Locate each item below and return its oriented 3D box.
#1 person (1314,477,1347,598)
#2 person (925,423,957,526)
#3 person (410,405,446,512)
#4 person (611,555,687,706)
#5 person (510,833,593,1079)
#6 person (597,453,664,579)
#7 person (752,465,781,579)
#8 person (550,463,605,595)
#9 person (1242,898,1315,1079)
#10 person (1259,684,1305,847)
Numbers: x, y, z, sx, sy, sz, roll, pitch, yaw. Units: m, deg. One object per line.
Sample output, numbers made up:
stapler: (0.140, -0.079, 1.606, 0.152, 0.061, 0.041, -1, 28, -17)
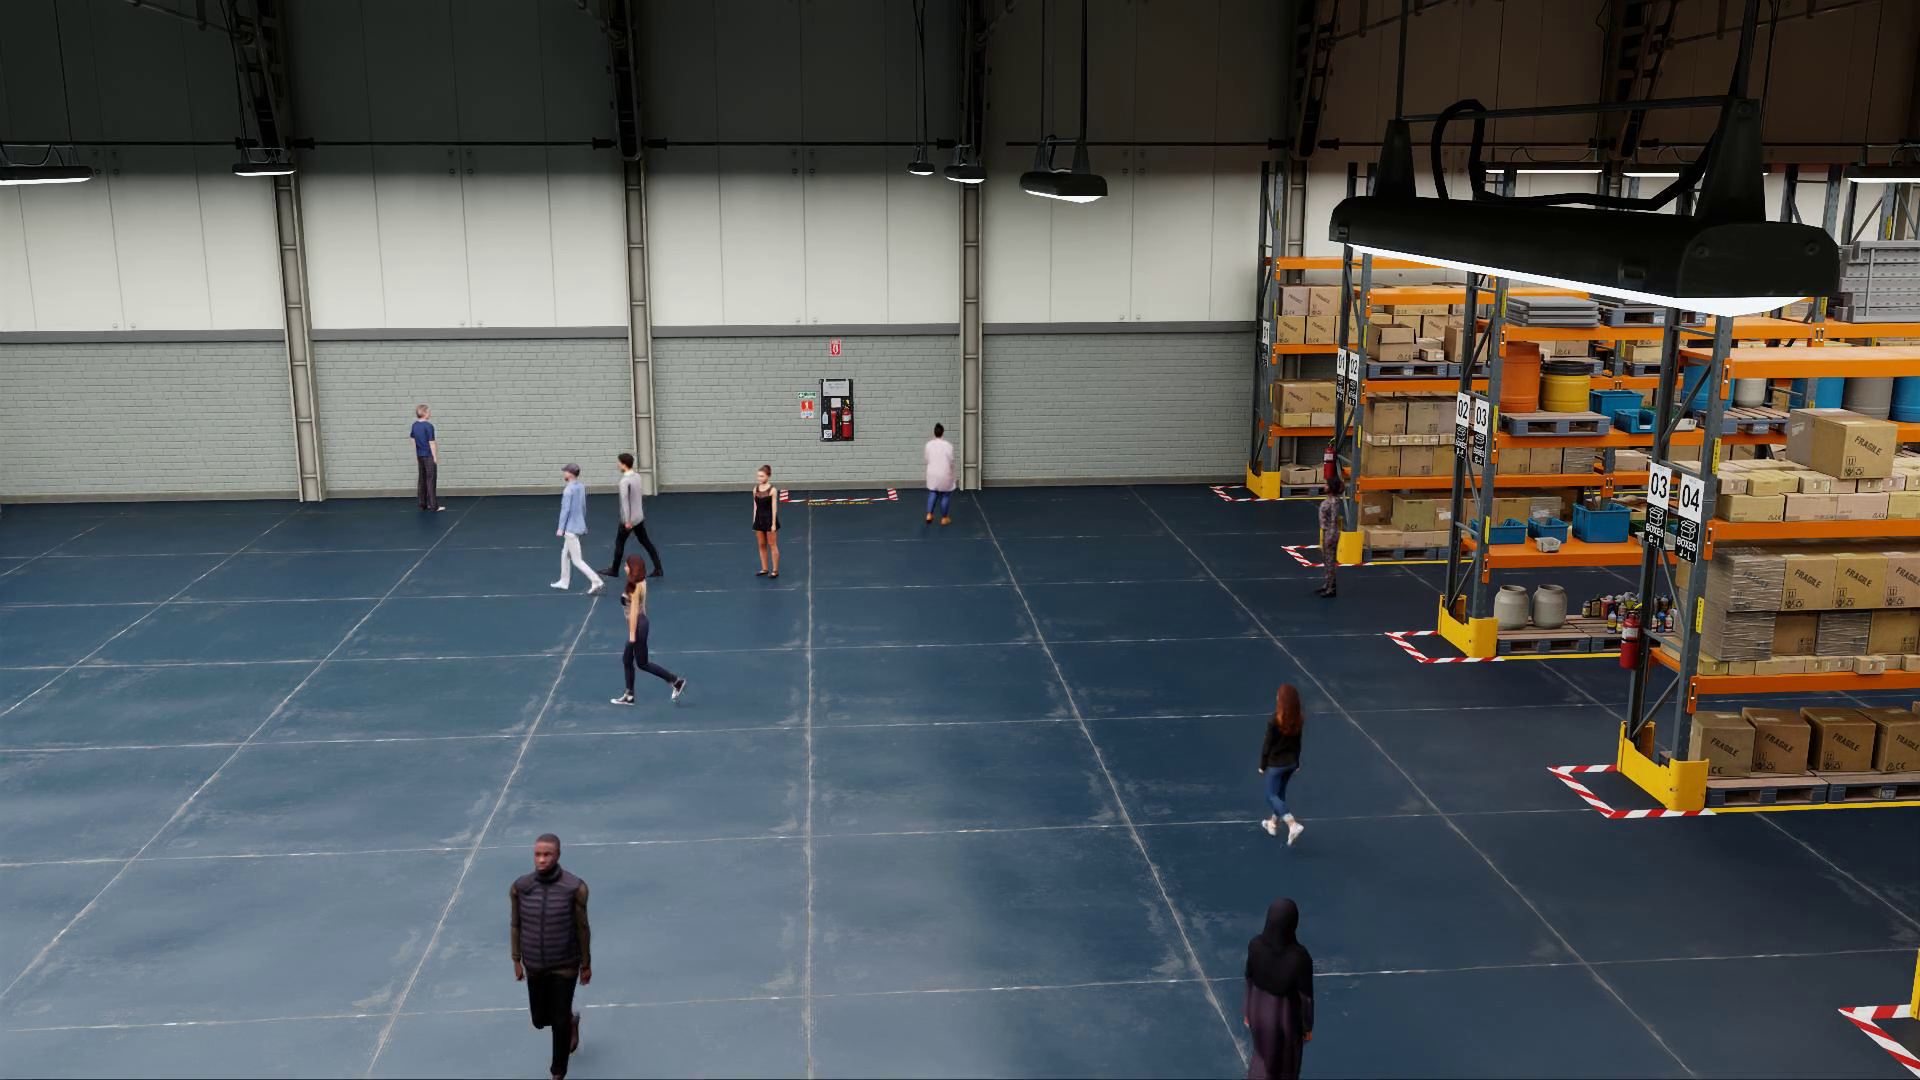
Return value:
person: (5.235, -0.052, 23.483, 0.589, 1.713, 0.594, 0, 13, 2)
person: (-0.364, -1.103, 27.965, 0.825, 1.740, 0.899, 6, 14, 23)
person: (-9.353, -1.440, 29.130, 0.693, 1.870, 0.800, 8, 15, 30)
person: (-3.526, 1.038, 18.708, 1.066, 1.744, 0.611, -1, 13, -4)
person: (-2.665, 2.785, 11.003, 1.031, 1.817, 0.900, 2, 13, 7)
person: (-4.679, -0.296, 24.191, 1.392, 1.870, 1.108, 5, 14, 19)
person: (-2.854, -0.281, 24.549, 0.663, 1.679, 0.743, 8, 15, 30)
person: (-5.419, -0.152, 23.558, 1.190, 1.874, 0.862, 3, 13, 11)
person: (1.950, 3.020, 10.455, 0.818, 1.607, 0.876, 10, 16, 37)
person: (2.932, 2.032, 15.025, 0.887, 1.469, 0.854, -8, 15, -31)
